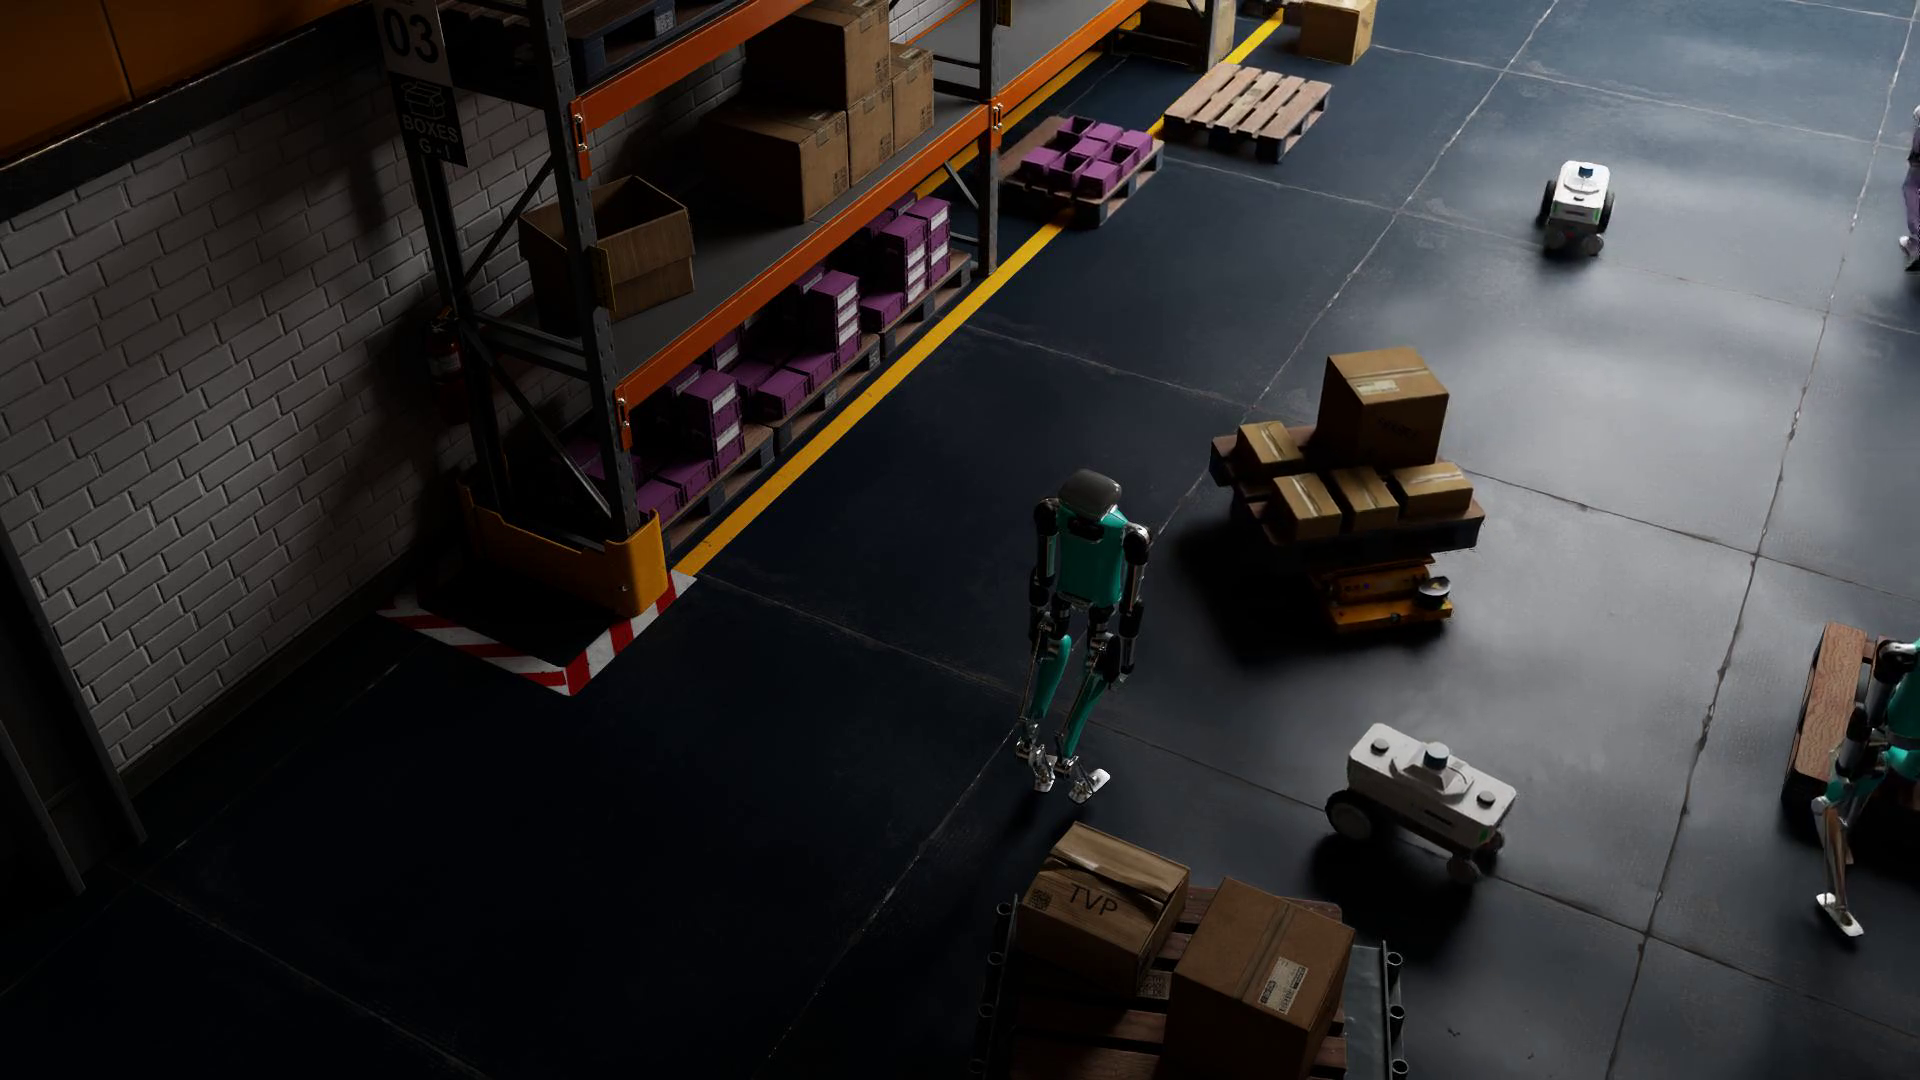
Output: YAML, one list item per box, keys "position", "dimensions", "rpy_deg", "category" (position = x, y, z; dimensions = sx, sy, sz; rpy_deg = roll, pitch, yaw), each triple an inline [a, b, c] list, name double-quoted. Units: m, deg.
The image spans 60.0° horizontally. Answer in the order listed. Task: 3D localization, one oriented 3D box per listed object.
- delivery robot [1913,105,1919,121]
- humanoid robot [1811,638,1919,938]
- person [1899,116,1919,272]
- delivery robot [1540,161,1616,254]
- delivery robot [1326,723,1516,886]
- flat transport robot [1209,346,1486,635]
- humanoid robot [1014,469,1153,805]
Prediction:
- position: [8.218, -3.571, 13.458]
  dimensions: [0.802, 0.598, 0.499]
  rpy_deg: [0, 39, 1]
  category: "delivery robot"
- position: [3.901, 0.819, 7.036]
  dimensions: [0.577, 1.774, 0.893]
  rpy_deg: [3, 39, 4]
  category: "humanoid robot"
- position: [6.798, -2.695, 11.295]
  dimensions: [0.648, 1.887, 0.648]
  rpy_deg: [4, 39, 5]
  category: "person"
- position: [4.487, -2.455, 12.059]
  dimensions: [0.506, 0.593, 0.765]
  rpy_deg: [14, 41, 17]
  category: "delivery robot"
- position: [2.107, 1.155, 7.539]
  dimensions: [0.784, 0.585, 0.499]
  rpy_deg: [26, 46, 29]
  category: "delivery robot"
- position: [2.138, -0.039, 9.268]
  dimensions: [0.659, 0.231, 1.431]
  rpy_deg: [-8, 39, -10]
  category: "flat transport robot"
- position: [0.449, 0.537, 7.265]
  dimensions: [0.533, 1.677, 0.735]
  rpy_deg: [19, 42, 22]
  category: "humanoid robot"
